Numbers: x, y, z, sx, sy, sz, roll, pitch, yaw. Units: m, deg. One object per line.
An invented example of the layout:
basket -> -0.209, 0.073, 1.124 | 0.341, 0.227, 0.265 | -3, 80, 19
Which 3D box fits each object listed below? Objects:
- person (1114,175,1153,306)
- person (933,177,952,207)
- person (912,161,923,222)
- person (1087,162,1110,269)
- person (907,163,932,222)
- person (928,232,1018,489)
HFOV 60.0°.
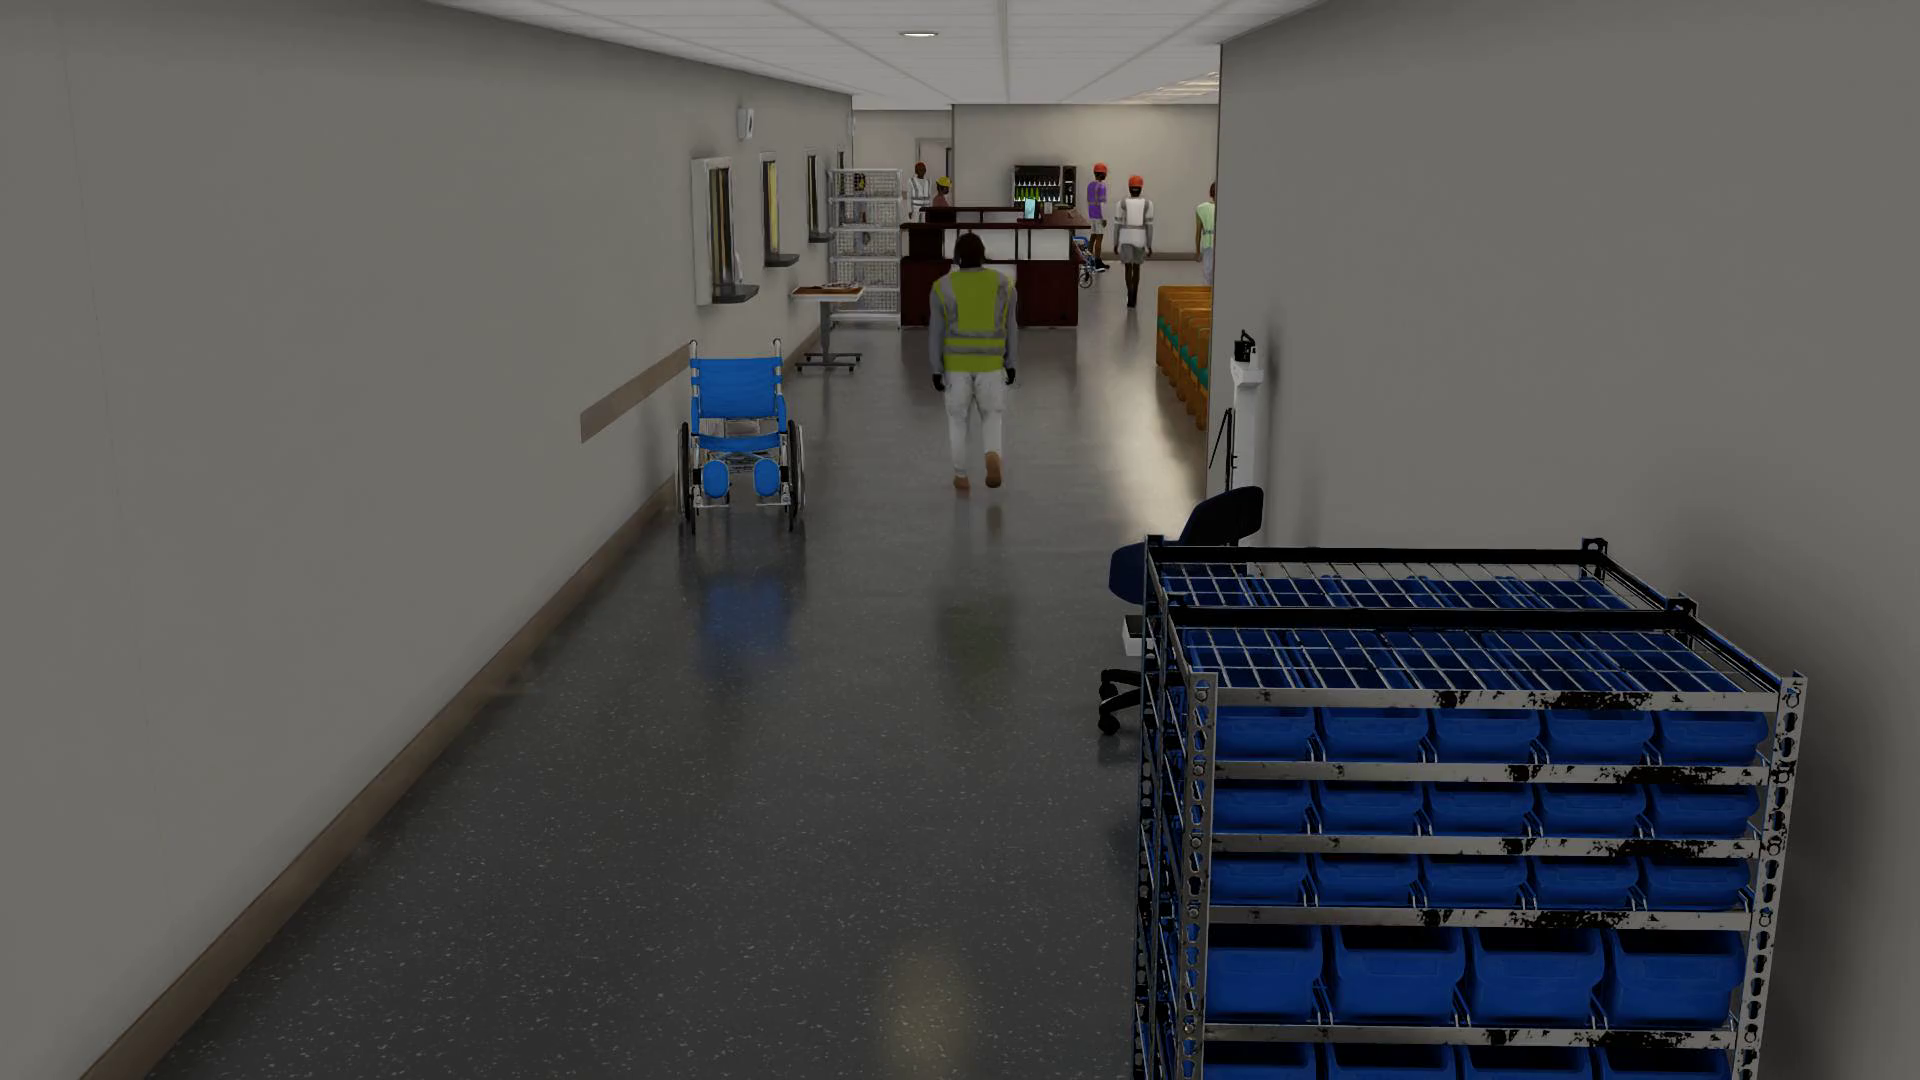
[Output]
person -> 2.534, -4.378, 24.312 | 0.556, 1.896, 0.970 | 0, 14, 1
person -> -0.296, -5.186, 27.864 | 0.328, 1.760, 0.524 | -4, 14, -17
person -> -1.015, -8.553, 41.511 | 0.331, 1.765, 0.533 | -8, 16, -29
person -> 2.571, -5.993, 30.762 | 0.364, 1.935, 0.553 | -7, 15, -25
person -> -0.805, -6.648, 33.535 | 0.573, 1.883, 0.354 | -9, 17, -33
person -> 0.092, -1.227, 11.643 | 0.641, 1.830, 0.607 | -2, 14, -7
